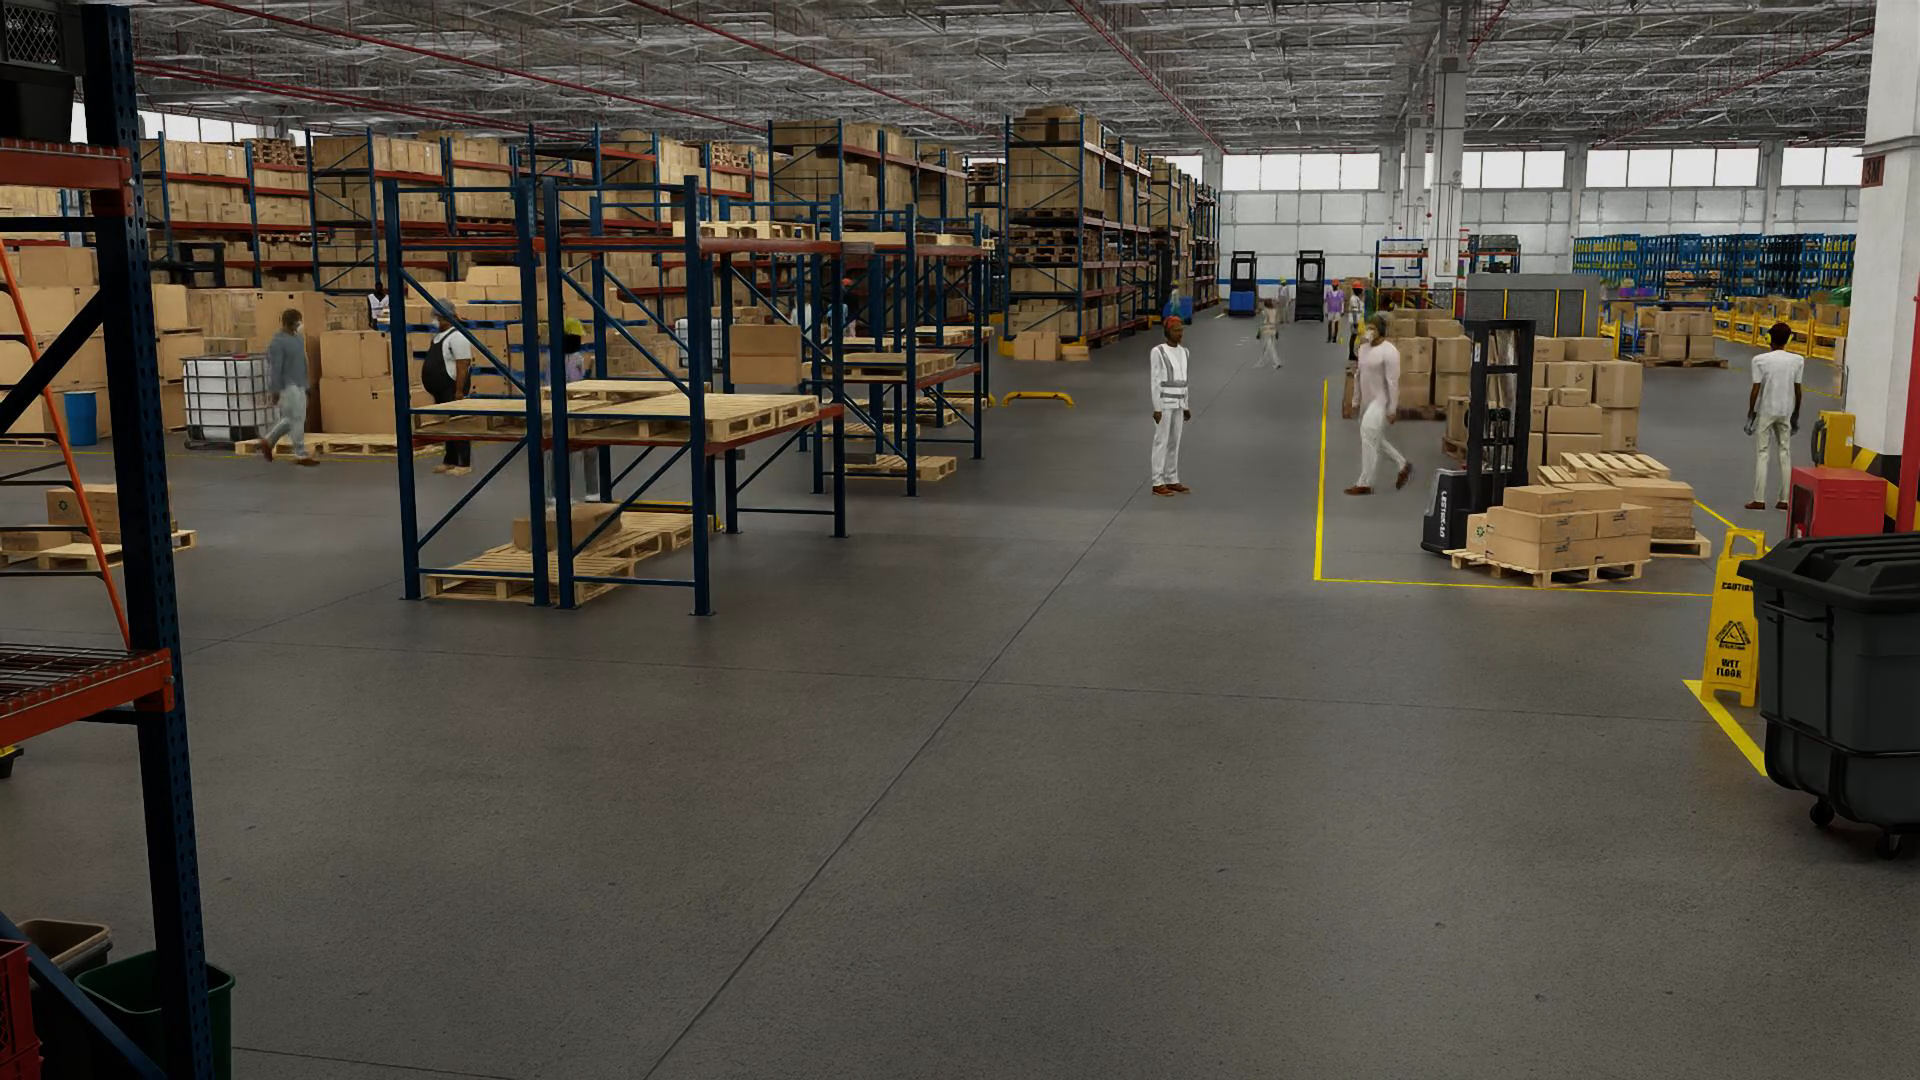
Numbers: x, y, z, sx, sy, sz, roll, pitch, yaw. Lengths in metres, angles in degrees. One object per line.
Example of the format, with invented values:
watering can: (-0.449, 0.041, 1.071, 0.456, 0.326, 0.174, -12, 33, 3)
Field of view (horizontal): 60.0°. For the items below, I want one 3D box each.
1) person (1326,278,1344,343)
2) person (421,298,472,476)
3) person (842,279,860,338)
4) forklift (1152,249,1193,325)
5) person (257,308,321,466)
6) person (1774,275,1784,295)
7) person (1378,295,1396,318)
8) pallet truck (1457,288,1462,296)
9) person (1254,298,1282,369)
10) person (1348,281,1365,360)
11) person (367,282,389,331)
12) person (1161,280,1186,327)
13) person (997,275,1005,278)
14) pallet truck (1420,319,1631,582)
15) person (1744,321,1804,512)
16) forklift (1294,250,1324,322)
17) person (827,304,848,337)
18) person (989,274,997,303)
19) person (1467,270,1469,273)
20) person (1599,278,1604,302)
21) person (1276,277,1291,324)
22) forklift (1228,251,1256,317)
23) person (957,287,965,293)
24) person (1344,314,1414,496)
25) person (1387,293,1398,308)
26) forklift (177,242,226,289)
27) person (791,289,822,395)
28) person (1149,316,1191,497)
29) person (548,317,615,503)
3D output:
person: (11.076, -6.770, 49.181, 0.550, 1.909, 0.735, 3, 10, 16)
person: (-5.902, -1.759, 19.103, 0.536, 2.000, 0.688, -7, 12, -35)
person: (-2.823, -5.533, 41.591, 0.624, 1.991, 0.390, -3, 10, -16)
forklift: (7.646, -9.320, 61.395, 1.873, 2.768, 1.129, 2, 10, 11)
person: (-8.102, -1.833, 19.969, 0.791, 1.905, 0.646, 1, 10, 5)
person: (39.485, -11.979, 80.281, 0.496, 1.816, 0.599, 1, 10, 7)
person: (7.585, -3.394, 29.415, 0.919, 1.831, 0.516, -4, 10, -22)
pallet truck: (20.506, -9.785, 68.819, 0.653, 1.274, 1.630, 2, 10, 12)
person: (7.012, -4.676, 37.711, 0.523, 1.591, 0.895, -7, 12, -37)
person: (9.725, -5.378, 40.839, 0.359, 1.938, 0.545, 2, 10, 14)
person: (-14.581, -5.530, 41.831, 0.587, 1.911, 0.397, -5, 11, -27)
person: (7.763, -8.515, 60.086, 0.924, 1.719, 0.523, 0, 10, -1)
person: (2.279, -14.173, 93.034, 0.593, 1.907, 0.785, 2, 10, 10)
pallet truck: (4.543, -0.757, 13.299, 0.823, 1.965, 1.885, -4, 10, -22)
person: (7.981, -1.208, 16.343, 0.519, 1.873, 0.335, 1, 10, 6)
forklift: (13.778, -10.002, 65.433, 1.129, 2.768, 1.873, 2, 10, 12)
person: (-2.963, -5.185, 40.400, 0.539, 1.698, 0.318, -4, 10, -22)
person: (1.823, -14.405, 94.151, 0.608, 1.986, 0.389, 1, 10, 8)
person: (25.823, -12.633, 83.880, 0.636, 1.914, 0.760, -6, 11, -31)
person: (25.278, -9.518, 65.948, 0.856, 1.727, 0.541, 0, 10, 2)
person: (12.372, -9.132, 63.497, 0.601, 1.791, 0.702, 0, 10, 1)
forklift: (12.120, -10.984, 71.252, 1.129, 2.768, 1.873, 2, 10, 12)
person: (-0.027, -8.721, 60.924, 0.625, 1.843, 0.430, 5, 11, 26)
person: (4.458, -1.425, 17.528, 0.834, 1.913, 0.635, -3, 10, -16)
person: (10.784, -5.391, 41.875, 0.636, 1.609, 0.504, 9, 13, 43)
forklift: (-15.948, -4.898, 35.208, 1.129, 2.768, 1.873, 2, 10, 12)
person: (-2.800, -3.623, 30.451, 0.635, 1.936, 0.356, 5, 11, 29)
person: (2.215, -1.401, 17.457, 0.355, 1.883, 0.575, 9, 13, 42)
person: (-3.806, -1.271, 16.617, 0.798, 1.893, 0.605, 3, 10, 17)
